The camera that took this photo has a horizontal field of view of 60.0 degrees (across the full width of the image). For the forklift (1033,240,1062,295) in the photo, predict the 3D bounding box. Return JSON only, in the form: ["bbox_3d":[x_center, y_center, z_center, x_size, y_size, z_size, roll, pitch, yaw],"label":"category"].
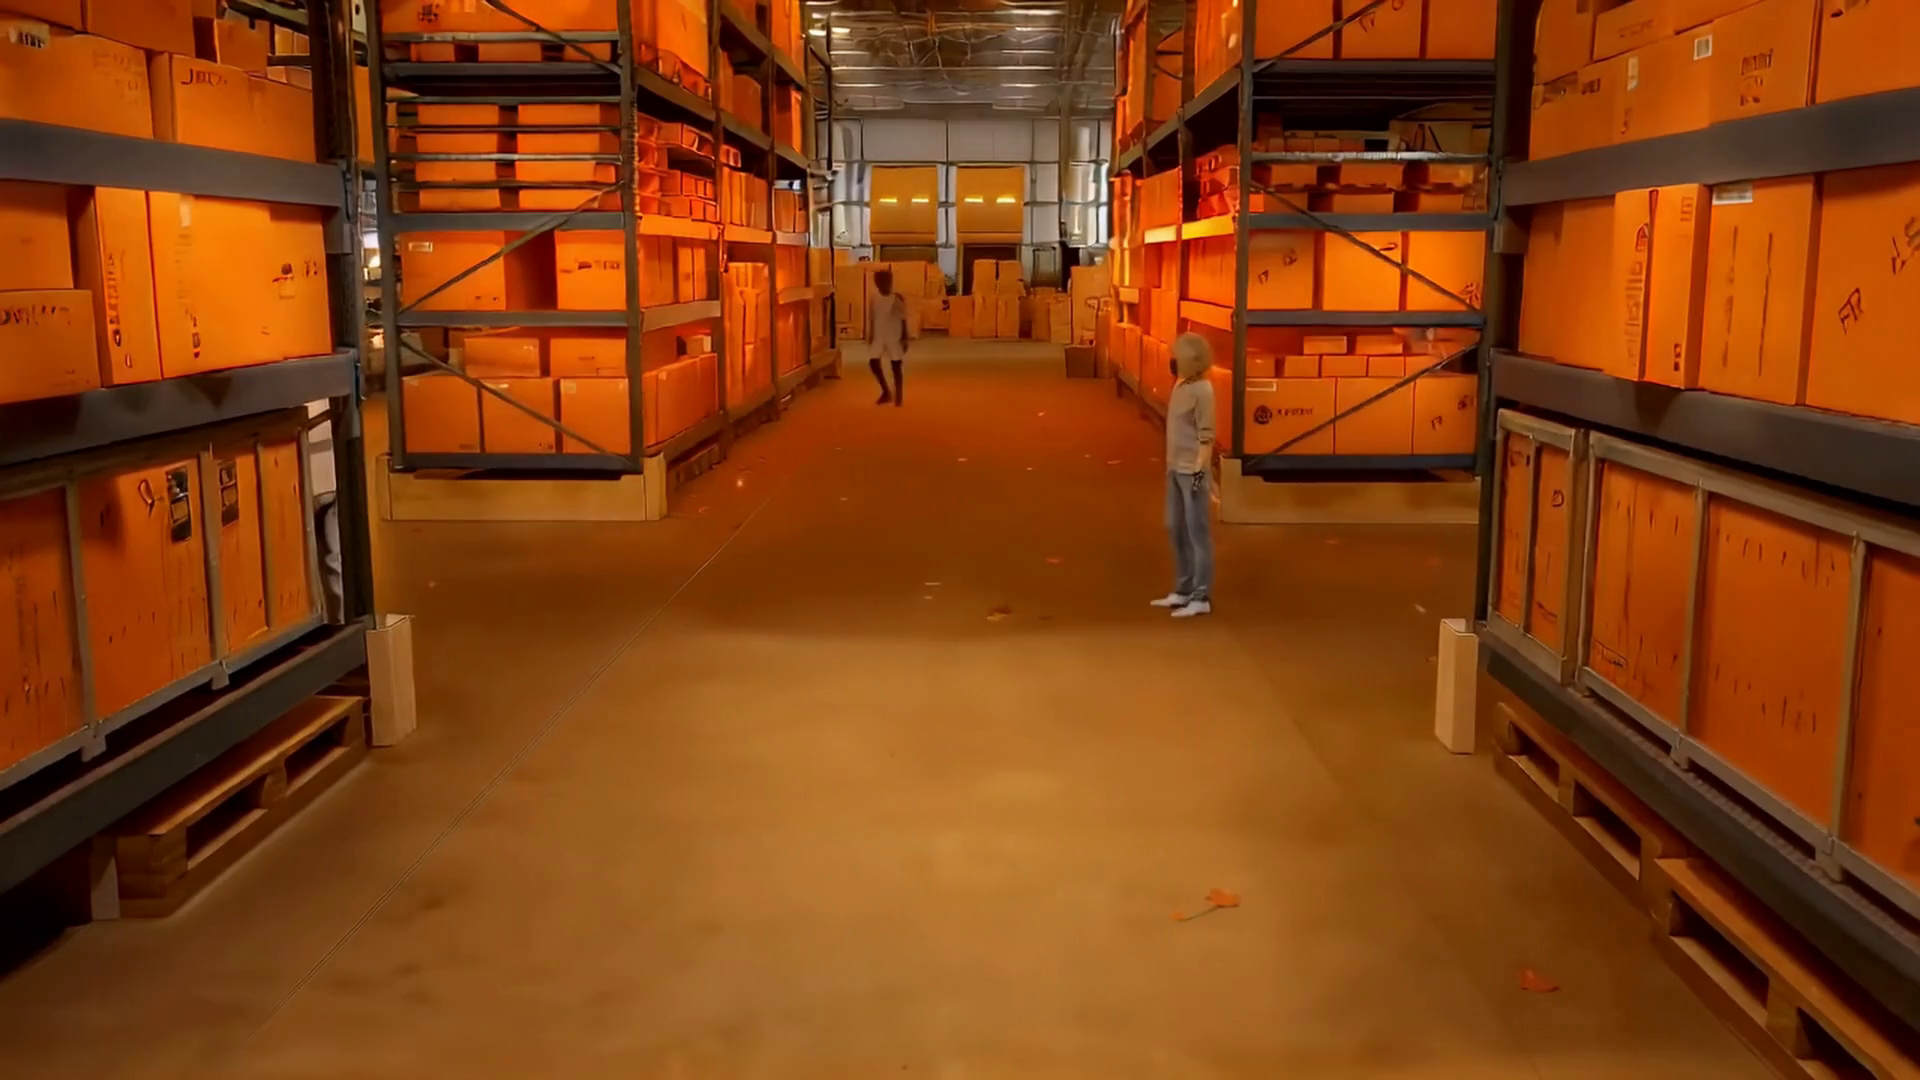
[{"bbox_3d":[3.156,-9.514,60.553,1.129,2.768,1.873,0,9,1],"label":"forklift"}]

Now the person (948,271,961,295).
[{"bbox_3d":[-0.227,-8.846,60.014,0.493,1.721,0.668,-4,10,-25],"label":"person"}]

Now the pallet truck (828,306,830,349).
[{"bbox_3d":[-3.100,-3.940,29.800,1.885,1.965,0.823,3,10,19],"label":"pallet truck"}]

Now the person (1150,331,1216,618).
[{"bbox_3d":[1.303,-0.376,9.539,0.288,1.634,0.499,-2,10,-14],"label":"person"}]

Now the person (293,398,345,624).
[{"bbox_3d":[-3.095,-0.197,7.859,0.390,1.838,0.564,4,10,23],"label":"person"}]

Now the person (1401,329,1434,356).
[{"bbox_3d":[8.682,-4.212,31.772,1.009,1.893,0.647,1,10,9],"label":"person"}]

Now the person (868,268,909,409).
[{"bbox_3d":[-0.999,-2.791,23.062,0.727,1.941,0.477,6,11,30],"label":"person"}]

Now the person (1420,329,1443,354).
[{"bbox_3d":[9.215,-4.167,32.284,0.674,1.617,0.523,8,12,39],"label":"person"}]
